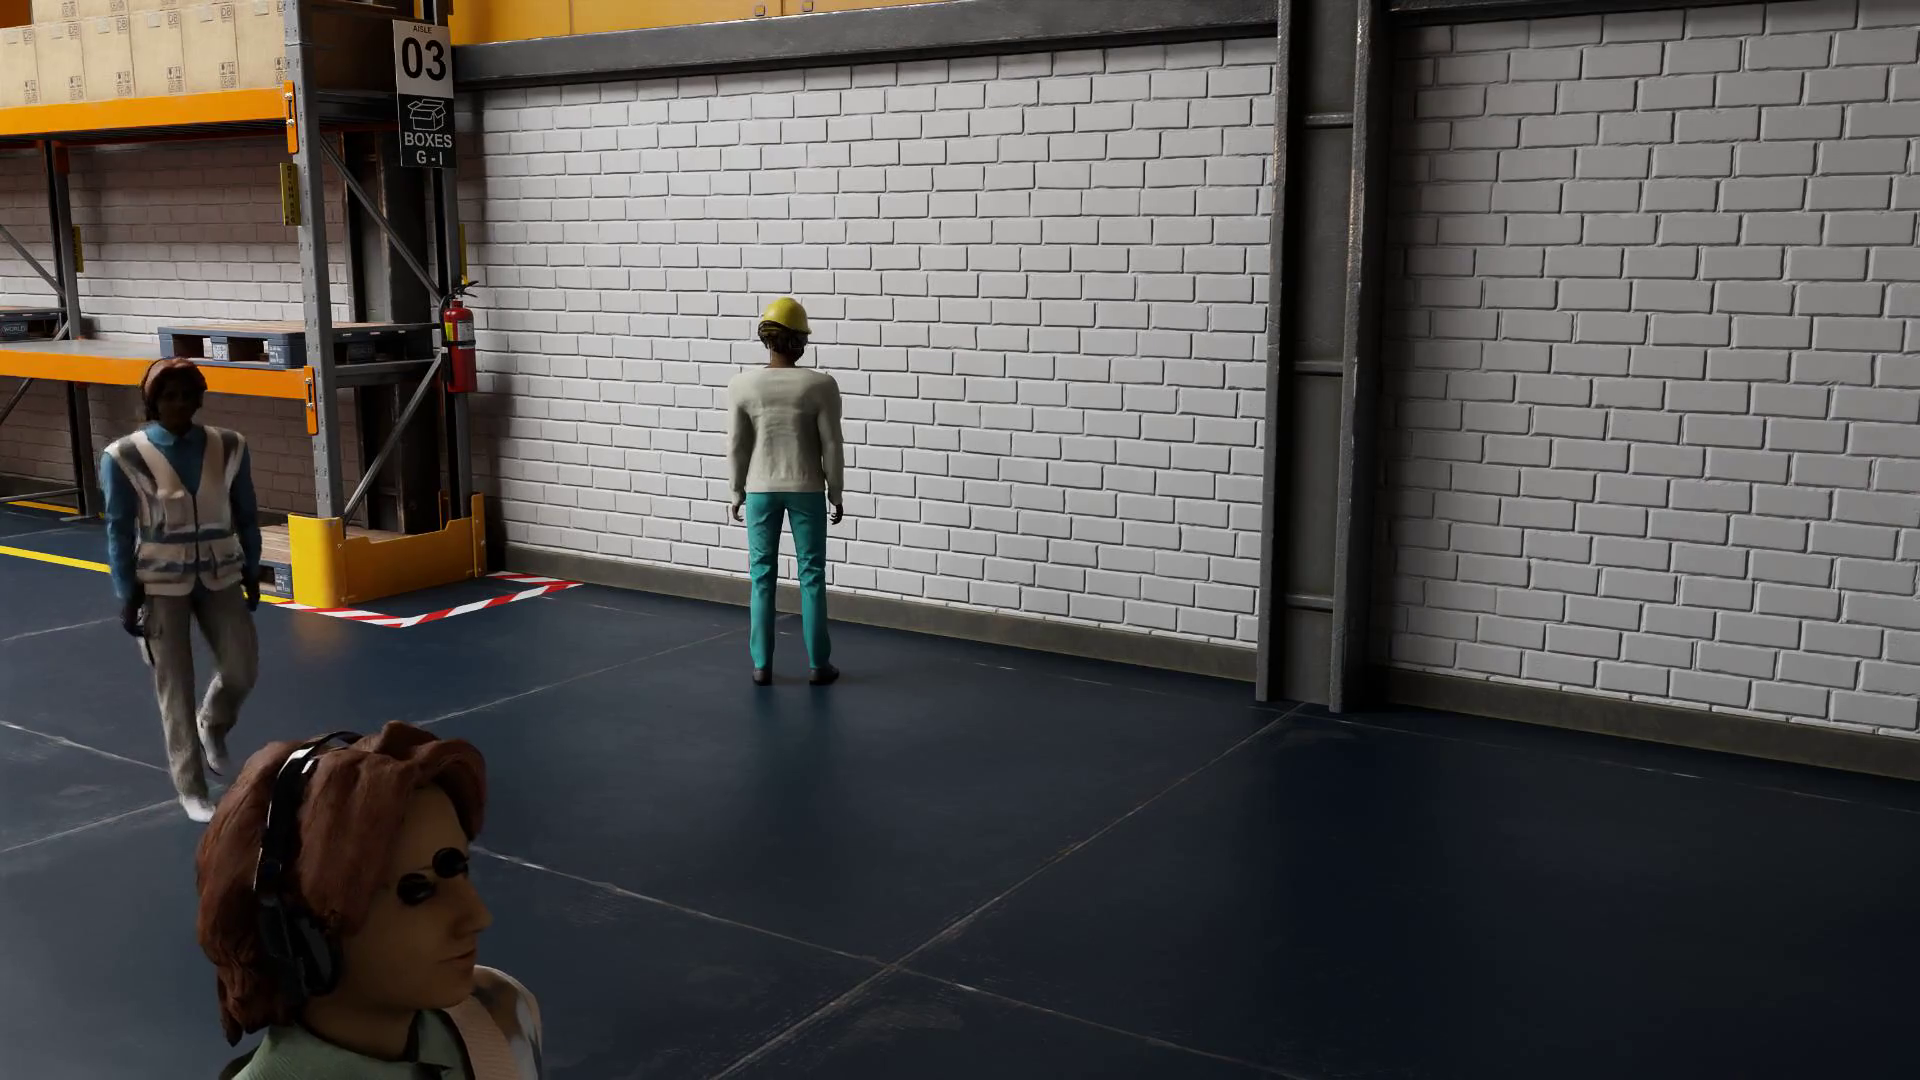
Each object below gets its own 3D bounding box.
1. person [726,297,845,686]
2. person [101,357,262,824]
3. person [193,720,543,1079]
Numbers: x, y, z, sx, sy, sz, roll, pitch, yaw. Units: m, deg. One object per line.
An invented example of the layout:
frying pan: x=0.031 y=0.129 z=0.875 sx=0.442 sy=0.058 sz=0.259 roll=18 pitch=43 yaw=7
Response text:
person: x=-0.787 y=-0.212 z=7.571 sx=0.533 sy=1.766 sz=0.319 roll=0 pitch=10 yaw=2
person: x=-2.733 y=0.165 z=5.863 sx=0.515 sy=1.631 sz=0.436 roll=-9 pitch=14 yaw=-42
person: x=-0.490 y=0.956 z=1.434 sx=0.309 sy=1.645 sz=0.515 roll=3 pitch=11 yaw=14
